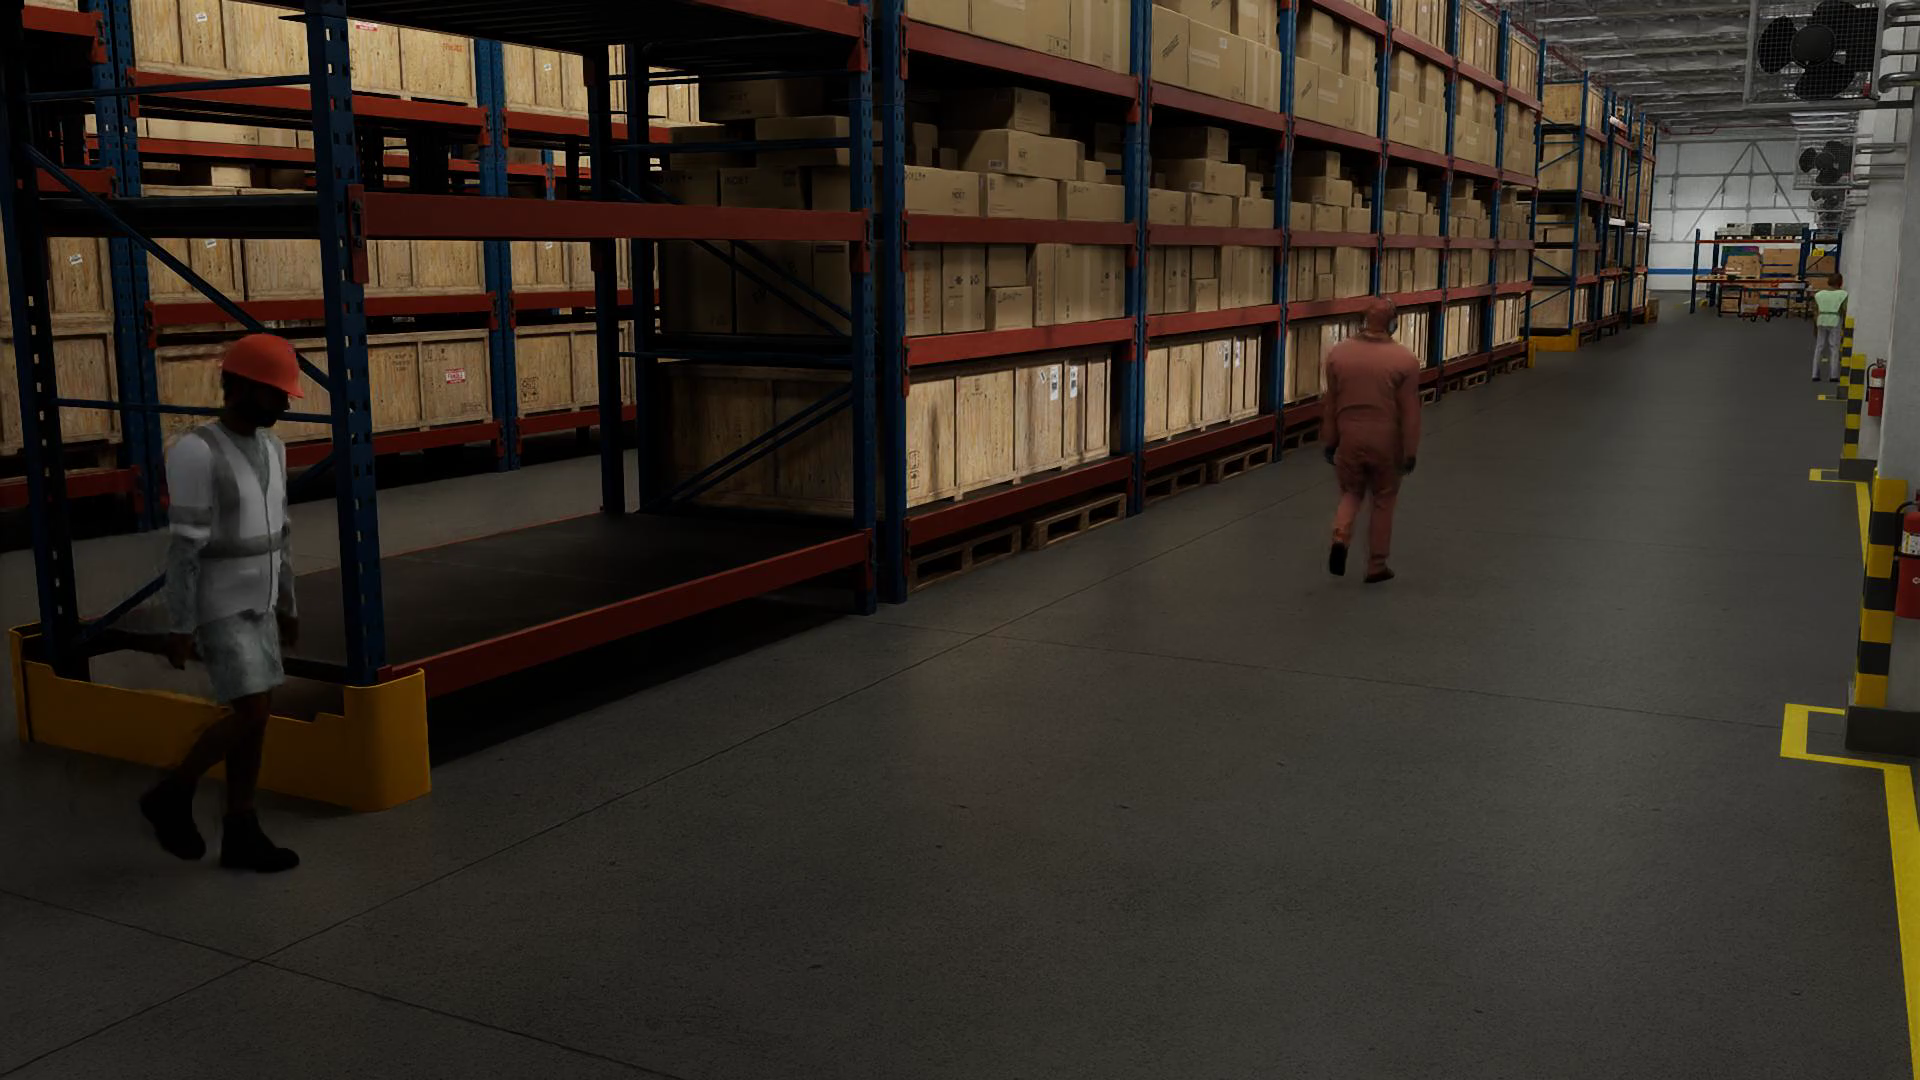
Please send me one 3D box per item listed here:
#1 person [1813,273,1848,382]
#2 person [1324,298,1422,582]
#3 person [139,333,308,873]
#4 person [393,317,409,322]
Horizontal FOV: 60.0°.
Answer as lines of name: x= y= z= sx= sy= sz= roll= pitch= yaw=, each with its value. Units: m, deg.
person: x=14.701 y=-3.584 z=28.125 sx=0.389 sy=1.835 sz=0.565 roll=-9 pitch=13 yaw=-43
person: x=2.698 y=-0.641 z=10.923 sx=0.663 sy=1.889 sz=0.494 roll=7 pitch=12 yaw=34
person: x=-2.532 y=0.233 z=5.820 sx=0.515 sy=1.900 sz=0.607 roll=2 pitch=10 yaw=10
person: x=-6.818 y=-2.211 z=20.438 sx=0.319 sy=1.741 sz=0.493 roll=-3 pitch=10 yaw=-16
